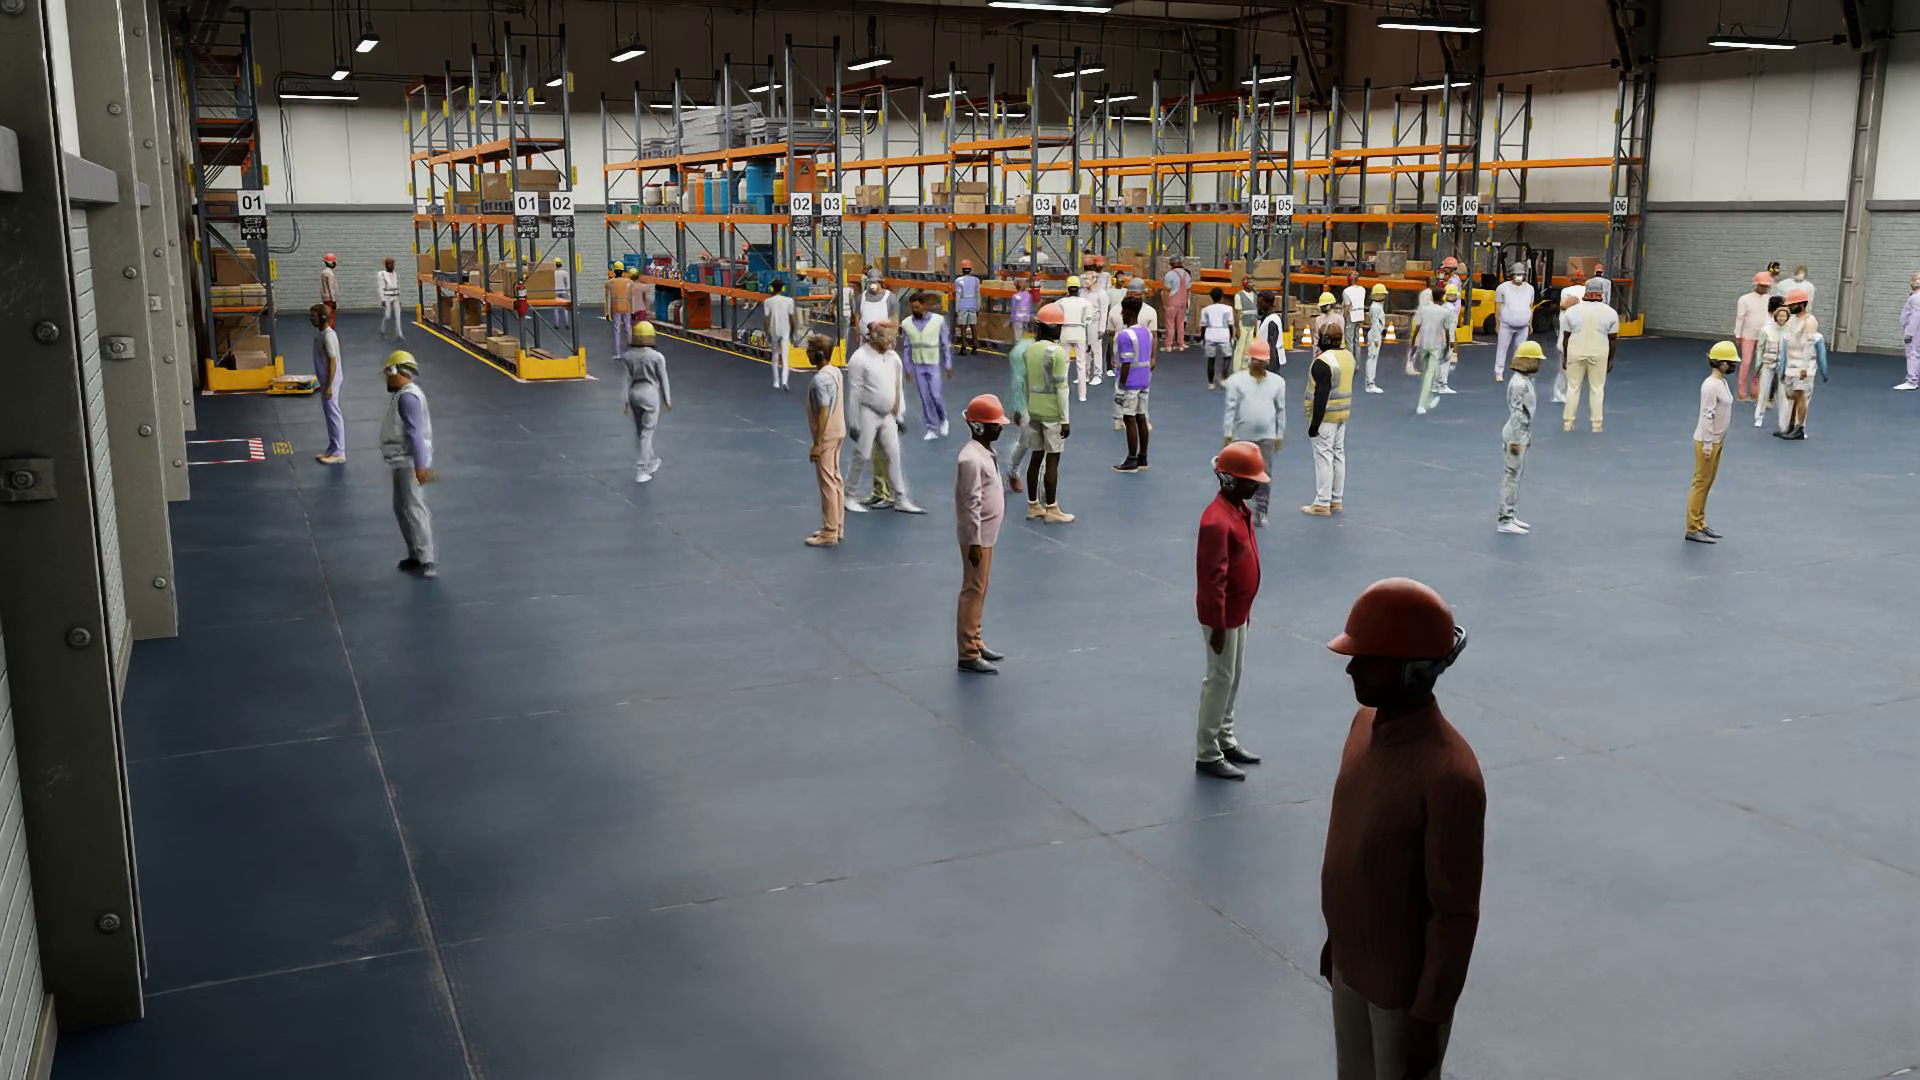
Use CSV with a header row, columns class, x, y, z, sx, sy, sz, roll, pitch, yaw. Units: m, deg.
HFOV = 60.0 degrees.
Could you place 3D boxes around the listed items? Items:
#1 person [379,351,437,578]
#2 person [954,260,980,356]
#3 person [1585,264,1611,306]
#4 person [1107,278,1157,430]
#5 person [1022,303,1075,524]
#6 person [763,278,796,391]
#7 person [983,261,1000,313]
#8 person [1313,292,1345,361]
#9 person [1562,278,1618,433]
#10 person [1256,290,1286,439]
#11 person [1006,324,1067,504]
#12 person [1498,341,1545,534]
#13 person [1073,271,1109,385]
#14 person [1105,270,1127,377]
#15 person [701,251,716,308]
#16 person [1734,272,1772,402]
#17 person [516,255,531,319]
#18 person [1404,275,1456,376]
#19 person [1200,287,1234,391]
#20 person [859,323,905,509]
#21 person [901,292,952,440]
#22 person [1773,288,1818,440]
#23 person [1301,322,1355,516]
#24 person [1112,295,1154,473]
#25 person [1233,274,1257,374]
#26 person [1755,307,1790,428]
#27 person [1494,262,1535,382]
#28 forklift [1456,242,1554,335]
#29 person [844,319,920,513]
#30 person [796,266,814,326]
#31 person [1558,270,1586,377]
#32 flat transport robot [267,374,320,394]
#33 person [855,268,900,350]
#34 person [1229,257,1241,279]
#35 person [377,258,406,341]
class,x,y,z,sx,sy,sz,roll,pitch,yaw
person,-4.411,-0.600,13.286,0.404,1.772,0.753,-5,12,-22
person,0.130,-4.699,33.677,0.551,1.935,0.375,-5,12,-24
person,14.015,-5.185,36.615,0.571,1.751,0.329,1,11,7
person,2.323,-2.477,22.121,0.687,2.000,0.535,6,13,28
person,0.827,-1.168,15.462,0.378,2.044,0.607,-8,13,-34
person,-2.938,-3.359,27.151,0.519,1.834,0.935,-1,11,-5
person,0.749,-6.442,42.329,0.654,2.017,0.545,-8,14,-37
person,5.239,-2.650,23.734,0.342,1.753,0.535,-8,14,-35
person,8.293,-2.442,21.939,0.683,2.000,0.535,4,12,21
person,3.953,-2.235,21.237,0.398,1.910,0.587,0,11,1
person,0.755,-1.349,16.758,0.644,1.908,0.929,-5,12,-23
person,5.072,-0.929,15.027,0.315,1.739,0.489,5,12,26
person,2.188,-3.565,27.994,0.409,1.908,0.639,-9,14,-39
person,2.795,-3.824,29.388,0.521,1.876,0.325,-6,12,-27
person,-7.724,-7.819,50.048,0.734,1.729,0.570,-6,12,-26
person,12.175,-3.109,25.469,0.694,1.981,0.597,-1,11,-7
person,-11.967,-6.926,45.527,0.485,1.736,0.353,6,13,30
person,8.301,-3.781,29.389,0.993,1.784,0.533,-3,11,-14
person,4.156,-3.244,26.893,0.573,1.691,0.356,4,12,21
person,-0.753,-1.224,16.282,0.400,1.841,0.566,-7,13,-31
person,-0.428,-2.209,21.177,0.654,1.875,0.497,4,12,19
person,10.662,-2.242,21.244,0.390,1.922,0.549,0,11,-2
person,3.511,-1.159,15.929,0.429,1.842,0.637,9,14,38
person,1.921,-1.733,18.526,0.368,1.965,0.609,8,14,35
person,4.846,-3.602,28.330,0.374,1.843,0.568,10,15,41
person,10.994,-2.322,22.384,0.516,1.630,0.315,6,13,27
person,9.484,-3.715,28.410,0.676,2.000,0.536,0,11,-1
forklift,13.047,-6.049,39.881,2.313,2.155,1.214,-5,12,-23
person,-0.772,-1.178,15.973,0.656,1.890,0.677,8,14,36
person,-3.430,-5.029,35.865,0.519,1.747,0.667,-5,12,-24
person,10.829,-3.806,29.272,0.585,1.882,0.337,1,11,3
flat transport robot,-10.728,-2.524,26.869,0.652,0.197,1.431,-2,11,-12
person,-1.292,-3.134,25.459,0.688,2.000,0.536,3,11,13
person,8.190,-7.587,49.148,0.501,1.627,0.271,1,11,5
person,-12.879,-5.434,37.582,0.685,1.868,0.600,9,14,38
